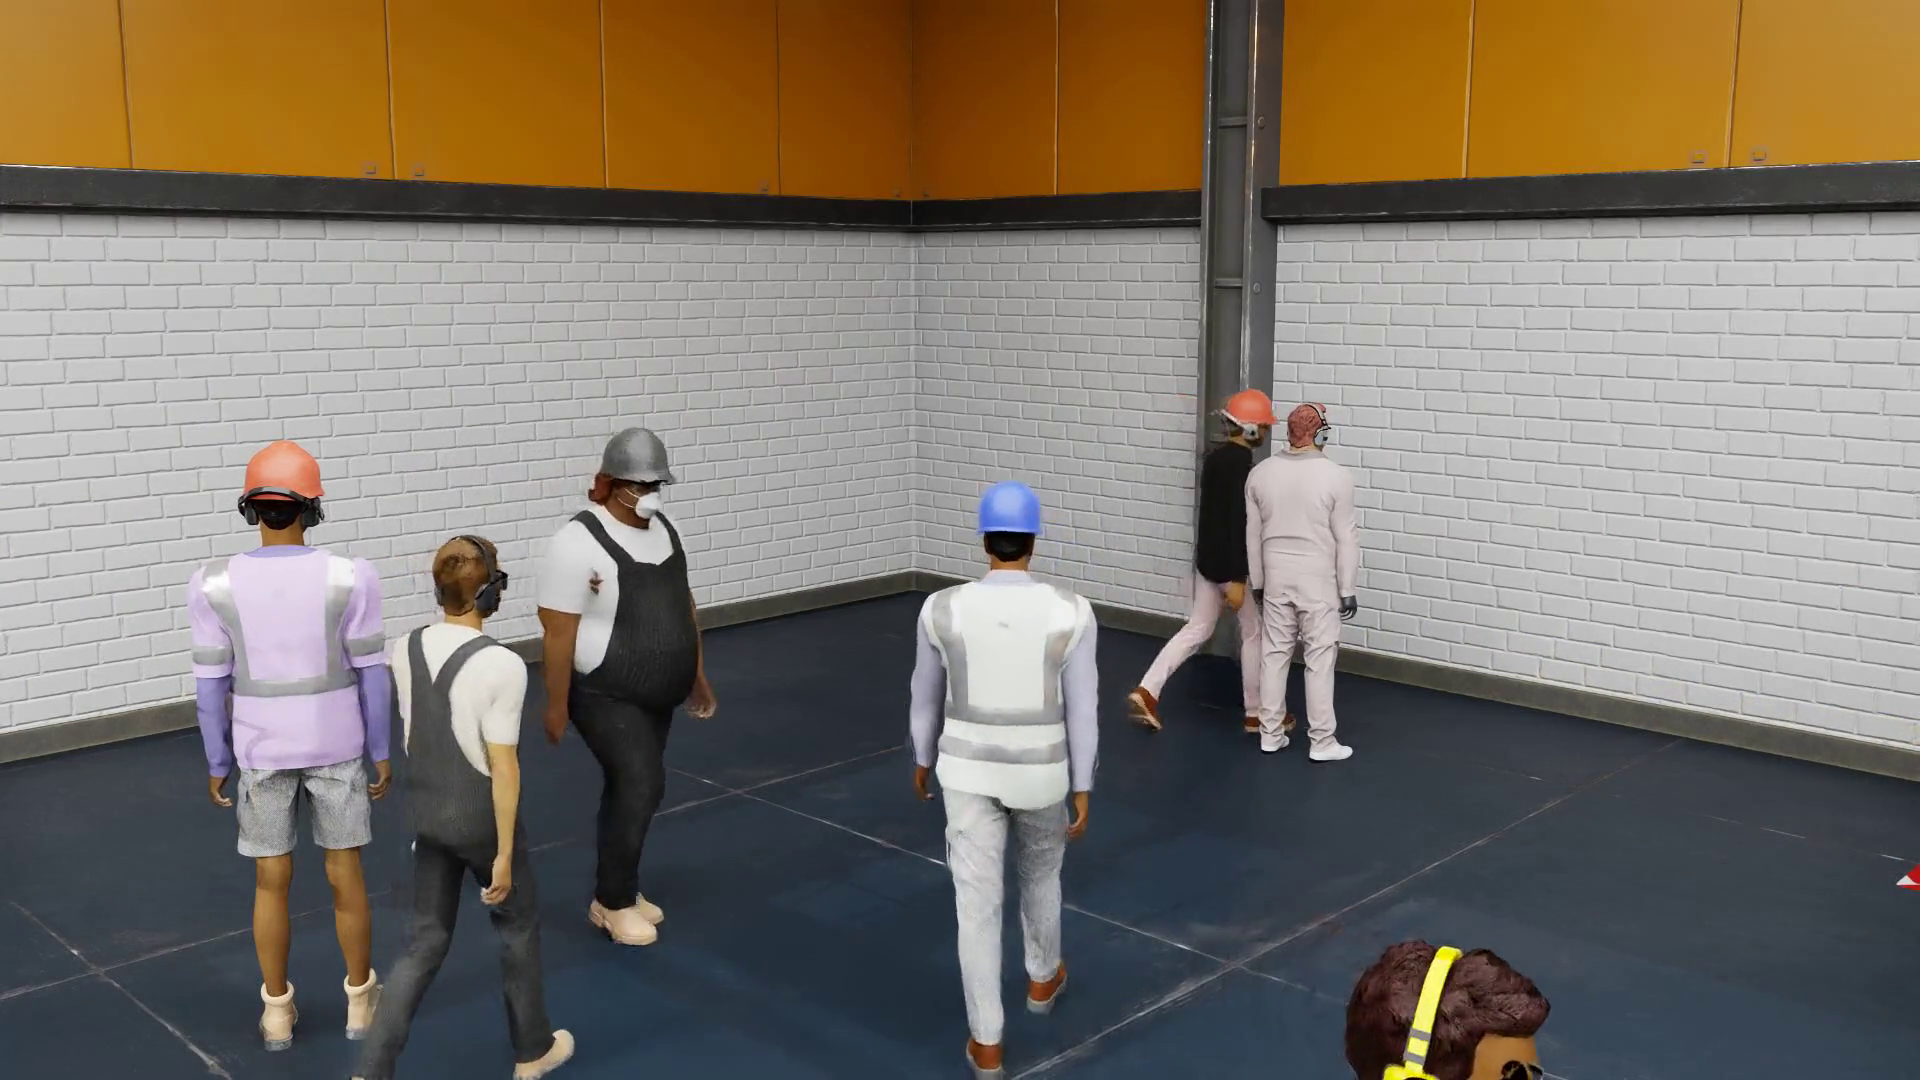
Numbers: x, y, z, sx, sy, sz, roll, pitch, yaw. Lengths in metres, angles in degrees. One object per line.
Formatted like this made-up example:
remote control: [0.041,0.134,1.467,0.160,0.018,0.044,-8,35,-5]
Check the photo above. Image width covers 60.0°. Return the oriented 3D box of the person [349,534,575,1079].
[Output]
person: [-1.552,0.892,5.065,0.512,1.818,0.856,4,10,21]

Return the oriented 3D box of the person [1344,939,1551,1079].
person: [0.491,1.373,2.104,0.528,1.819,1.019,-9,13,-43]

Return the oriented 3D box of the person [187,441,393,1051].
person: [-2.216,0.690,5.575,0.604,2.044,0.375,-2,10,-15]

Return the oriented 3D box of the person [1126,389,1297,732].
person: [1.420,0.135,9.245,0.960,1.959,0.649,-3,10,-16]

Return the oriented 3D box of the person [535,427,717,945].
person: [-1.264,0.543,6.484,0.561,2.000,0.695,4,10,24]

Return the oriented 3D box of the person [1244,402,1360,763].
person: [1.834,0.224,8.844,0.638,1.911,0.406,7,12,39]

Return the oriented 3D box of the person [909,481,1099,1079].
person: [0.144,0.755,5.587,0.633,1.901,0.910,1,9,4]
